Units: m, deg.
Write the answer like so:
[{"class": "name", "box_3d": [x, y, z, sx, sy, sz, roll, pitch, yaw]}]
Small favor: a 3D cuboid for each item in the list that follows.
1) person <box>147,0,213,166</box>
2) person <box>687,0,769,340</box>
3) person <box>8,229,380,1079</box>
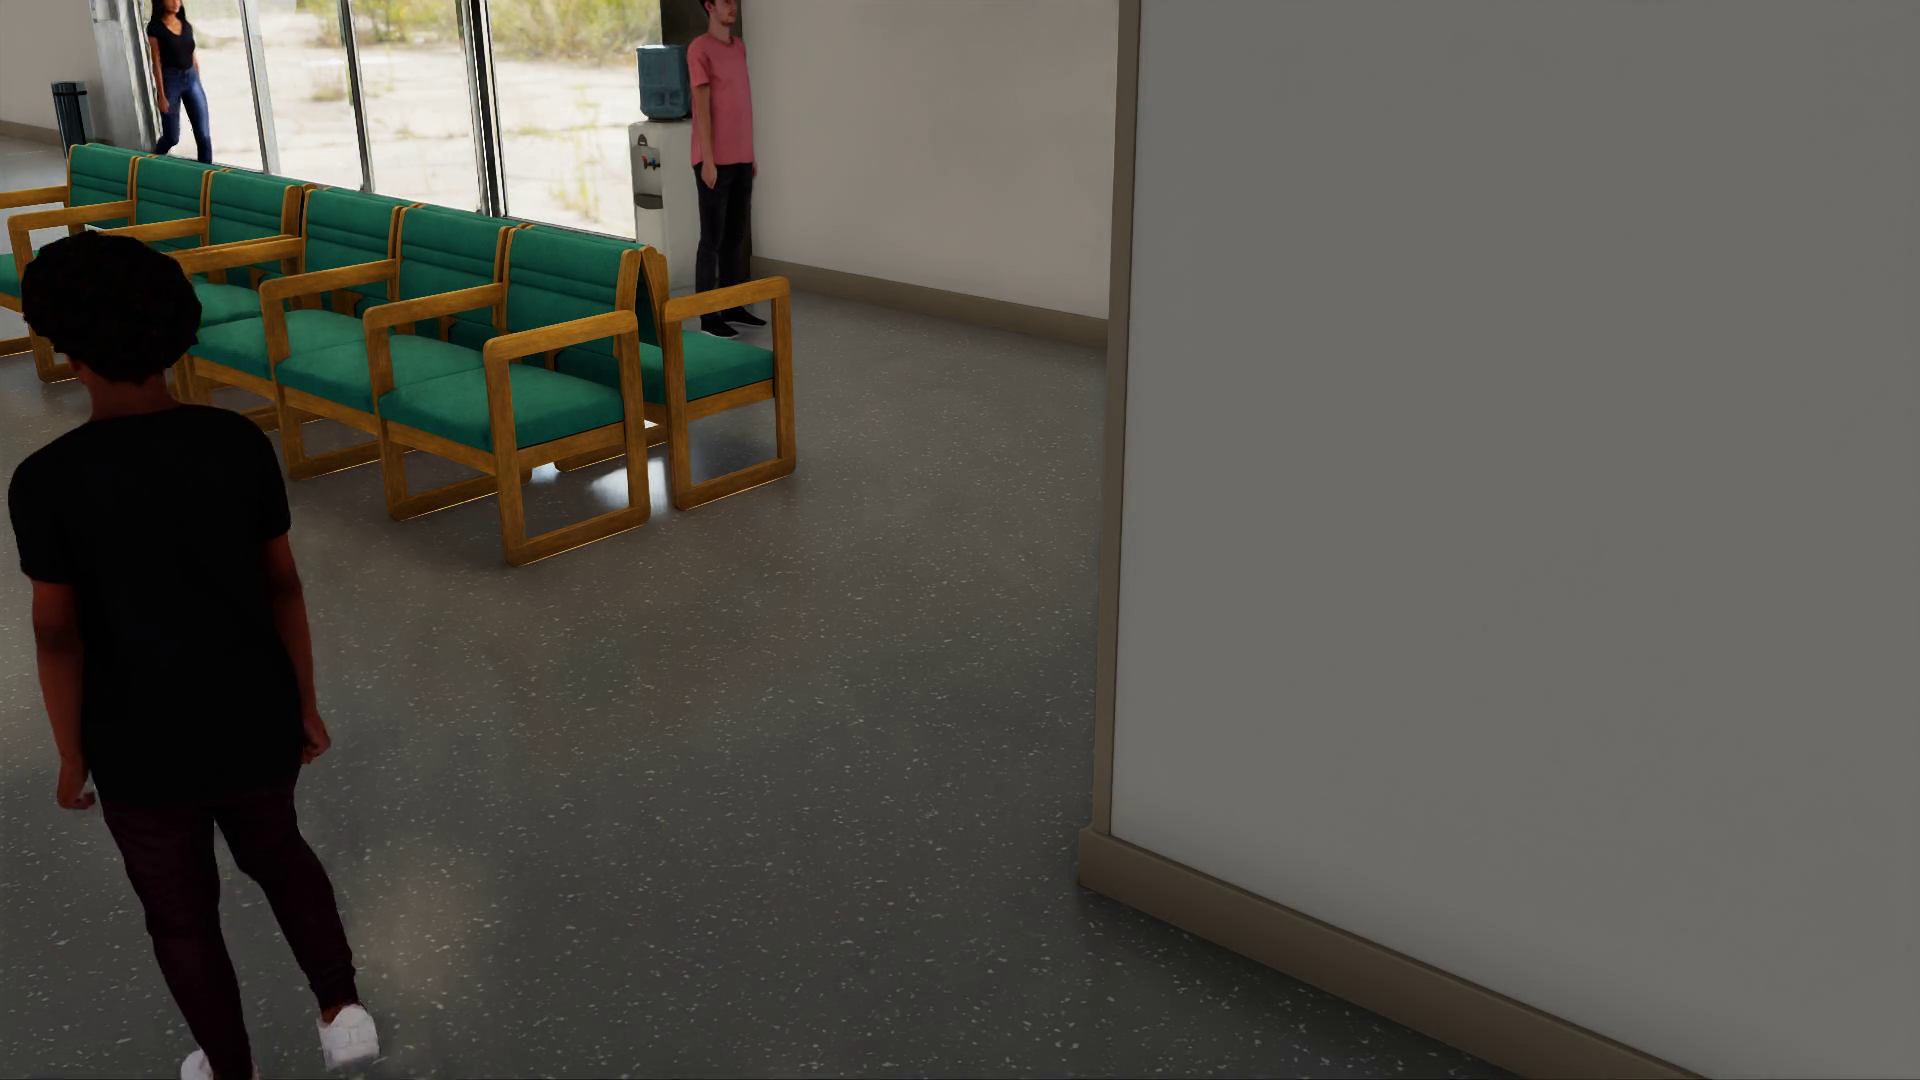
[{"class": "person", "box_3d": [-6.466, -3.654, 13.671, 0.691, 1.715, 1.022, 14, 25, 32]}, {"class": "person", "box_3d": [-1.334, -2.140, 9.333, 0.745, 1.957, 0.562, 10, 23, 24]}, {"class": "person", "box_3d": [-1.380, 0.338, 3.052, 0.671, 1.772, 0.638, 17, 27, 38]}]
